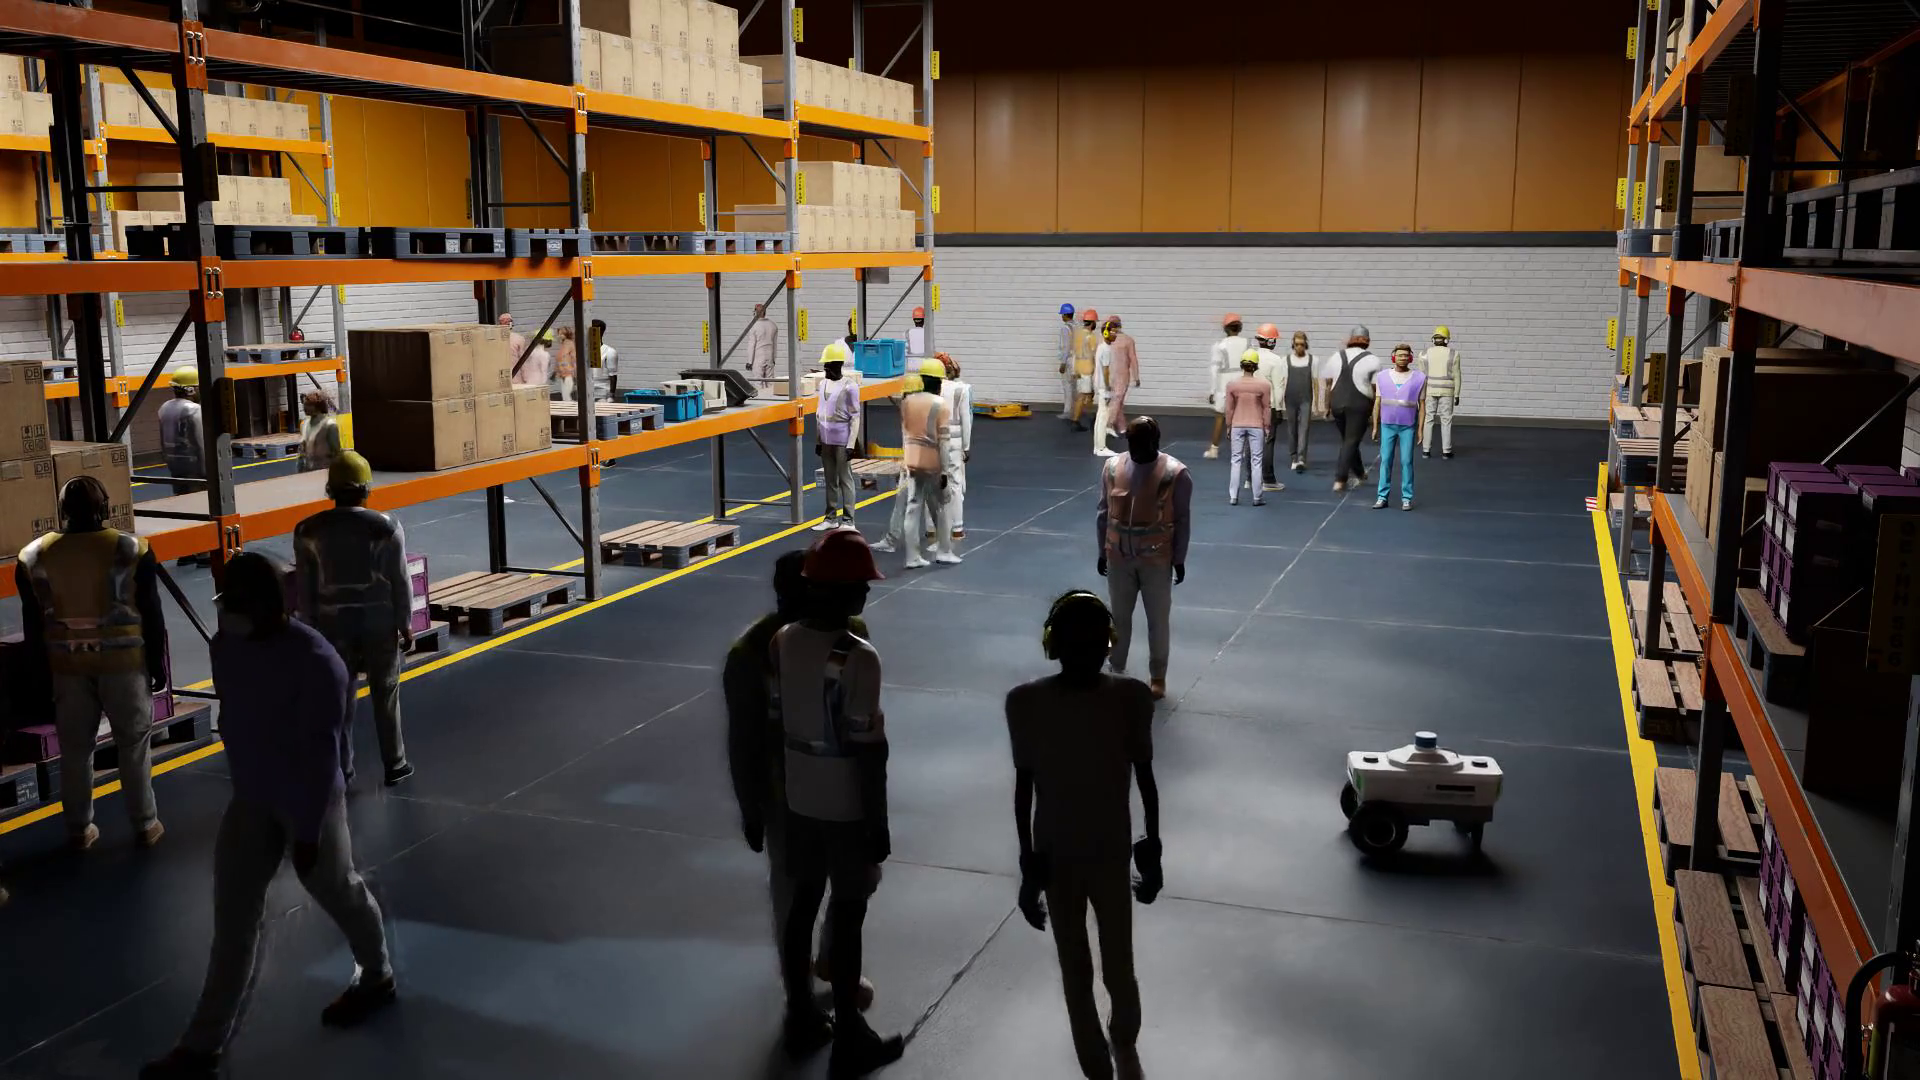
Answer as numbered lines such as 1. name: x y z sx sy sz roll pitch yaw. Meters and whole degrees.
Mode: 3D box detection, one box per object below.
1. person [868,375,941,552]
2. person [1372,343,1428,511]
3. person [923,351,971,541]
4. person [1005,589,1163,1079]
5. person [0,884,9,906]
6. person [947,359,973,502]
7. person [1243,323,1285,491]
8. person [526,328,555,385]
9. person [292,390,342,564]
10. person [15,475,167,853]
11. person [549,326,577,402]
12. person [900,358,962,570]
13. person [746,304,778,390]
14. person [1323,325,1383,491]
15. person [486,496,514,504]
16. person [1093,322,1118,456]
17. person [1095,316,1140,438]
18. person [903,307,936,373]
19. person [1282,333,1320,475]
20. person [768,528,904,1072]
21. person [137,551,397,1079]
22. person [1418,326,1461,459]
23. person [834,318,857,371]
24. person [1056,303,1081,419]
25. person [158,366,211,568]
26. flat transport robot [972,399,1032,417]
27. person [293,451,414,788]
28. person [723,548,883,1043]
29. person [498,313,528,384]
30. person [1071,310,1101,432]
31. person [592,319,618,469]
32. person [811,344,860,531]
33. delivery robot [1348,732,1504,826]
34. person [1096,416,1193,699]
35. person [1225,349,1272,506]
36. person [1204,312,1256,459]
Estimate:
1. person: -0.441 -0.716 15.805 0.815 1.694 0.500 -6 12 -31
2. person: 4.852 -1.249 18.390 0.570 1.849 0.380 5 11 25
3. person: -0.179 -0.919 16.440 0.572 1.883 0.354 0 10 -1
4. person: 0.406 1.053 5.459 0.515 1.838 0.386 1 10 6
5. person: -4.398 0.780 6.738 0.606 1.951 1.041 7 12 34
6. person: -0.107 -1.251 18.988 0.513 1.642 0.313 3 10 16
7. person: 3.639 -1.590 19.903 0.389 1.996 0.612 -7 12 -34
8. person: -6.123 -2.199 24.058 0.596 1.732 0.547 -9 13 -41
9. person: -5.861 -0.537 15.034 0.548 1.605 0.776 8 13 38
10. person: -4.162 0.600 8.044 0.619 1.835 0.430 -2 10 -11
11. person: -6.329 -2.615 26.701 0.385 1.633 0.535 -8 13 -38
12. person: -0.268 -0.689 15.082 0.601 1.899 0.664 7 12 36
13. person: -3.450 -3.121 28.771 0.407 1.910 0.639 9 13 41
14. person: 4.748 -1.620 19.941 0.702 2.000 1.005 10 14 43
15. person: -5.279 -1.230 18.887 0.285 1.636 0.500 -5 11 -26
16. person: 2.034 -2.099 23.142 0.330 1.866 0.512 -1 10 -4
17. person: 2.389 -2.512 25.523 0.674 1.854 0.992 6 12 31
18. person: -0.639 -2.755 26.613 0.544 1.943 0.347 3 10 14
19. person: 4.329 -1.751 21.369 0.536 1.792 0.963 2 10 13
20. person: -0.439 0.916 5.958 0.550 1.933 0.371 10 14 44
21. person: -2.436 0.954 5.918 0.635 1.871 1.066 5 11 25
22. person: 6.565 -2.016 22.792 0.589 1.822 0.403 5 11 25
23. person: -1.511 -2.227 23.722 0.627 1.906 0.446 0 10 0
24. person: 1.830 -3.015 28.061 0.390 1.944 0.615 4 11 23
25. person: -6.996 -0.662 15.131 0.591 1.833 0.404 6 12 31
26. flat transport robot: 0.540 -2.277 28.628 0.652 0.197 1.431 -7 12 -35
27. person: -3.240 0.434 8.961 0.590 1.833 0.403 -2 10 -9
28. person: -0.554 0.923 6.211 0.671 1.835 0.447 -8 13 -39
29. person: -6.727 -2.418 24.815 0.642 1.909 0.410 1 10 6
30. person: 2.085 -2.648 26.109 0.855 1.902 0.560 -4 11 -24
31. person: -4.741 -1.914 21.809 0.605 1.966 0.367 7 12 34
32. person: -1.261 -1.021 16.889 0.587 1.928 0.363 9 14 43
33. delivery robot: 2.262 1.179 8.100 0.707 0.478 0.477 1 10 7
34. person: 1.169 0.111 10.779 0.620 1.837 0.430 5 11 24
35. person: 3.231 -1.256 18.667 0.525 1.769 0.313 3 11 18
36. person: 3.733 -2.109 22.765 0.622 2.038 0.409 -2 10 -10
